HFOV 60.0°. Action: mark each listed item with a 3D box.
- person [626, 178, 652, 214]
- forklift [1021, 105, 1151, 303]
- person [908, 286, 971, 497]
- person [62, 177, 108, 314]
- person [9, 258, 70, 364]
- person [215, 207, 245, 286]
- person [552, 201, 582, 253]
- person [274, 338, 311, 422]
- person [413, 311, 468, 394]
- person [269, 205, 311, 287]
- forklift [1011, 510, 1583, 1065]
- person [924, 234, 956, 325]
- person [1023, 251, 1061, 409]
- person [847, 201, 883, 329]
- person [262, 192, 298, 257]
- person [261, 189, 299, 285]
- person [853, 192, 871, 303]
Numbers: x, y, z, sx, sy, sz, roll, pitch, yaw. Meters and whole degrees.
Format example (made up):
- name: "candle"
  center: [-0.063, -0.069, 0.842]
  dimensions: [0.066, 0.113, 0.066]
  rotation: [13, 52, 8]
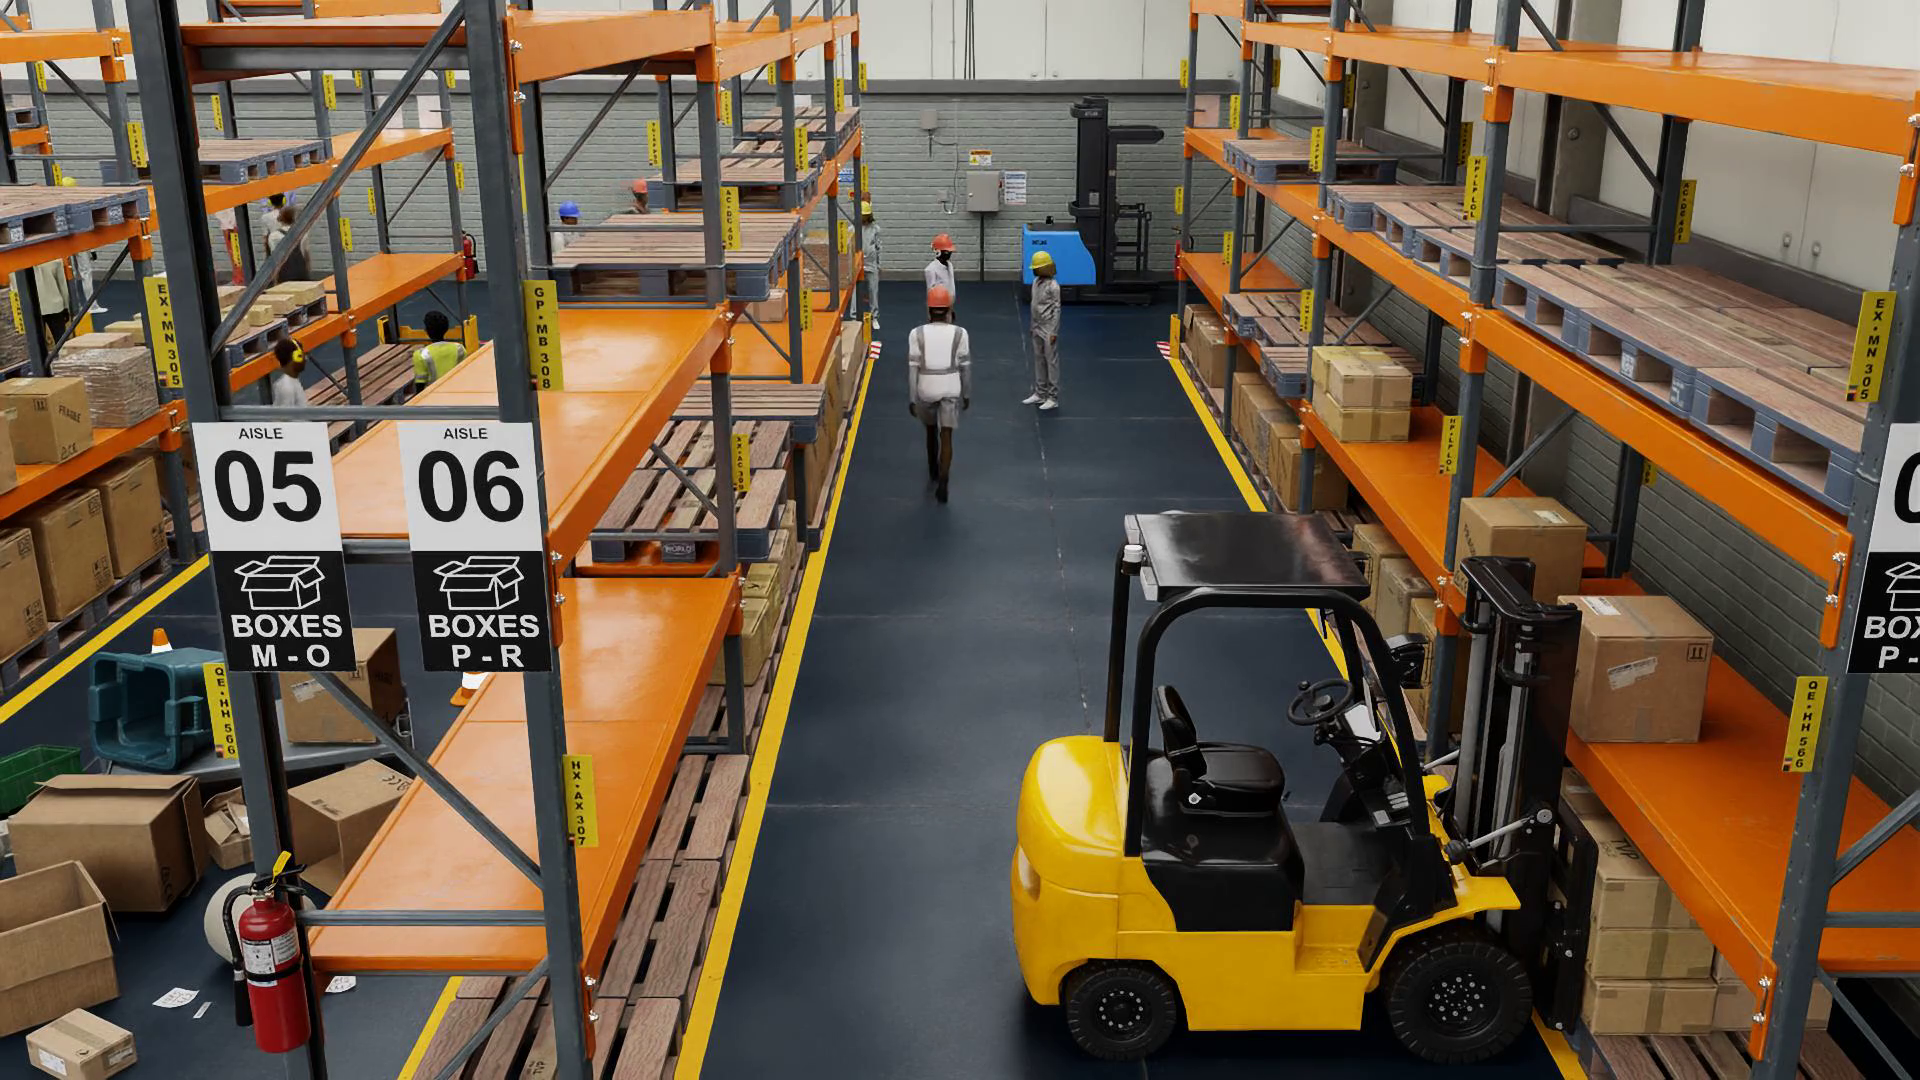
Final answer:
- name: "person"
  center: [-4.274, -3.881, 22.572]
  dimensions: [0.440, 2.027, 0.620]
  rotation: [2, 18, 6]
- name: "forklift"
  center: [1.857, -4.944, 24.441]
  dimensions: [1.873, 2.768, 1.129]
  rotation: [0, 18, 0]
- name: "person"
  center: [-0.186, -1.363, 15.171]
  dimensions: [0.566, 1.894, 1.007]
  rotation: [0, 18, -1]
- name: "person"
  center: [-12.520, -4.163, 23.573]
  dimensions: [0.594, 1.926, 0.366]
  rotation: [3, 19, 10]
- name: "person"
  center: [-10.344, -2.600, 18.738]
  dimensions: [0.383, 1.996, 0.609]
  rotation: [15, 24, 39]
- name: "person"
  center: [-11.198, -4.800, 25.410]
  dimensions: [0.413, 1.989, 0.643]
  rotation: [-11, 21, -29]
- name: "person"
  center: [-4.853, -3.246, 20.768]
  dimensions: [0.405, 1.946, 0.612]
  rotation: [2, 18, 7]
- name: "person"
  center: [-5.242, -0.674, 13.186]
  dimensions: [0.345, 1.822, 0.608]
  rotation: [-8, 20, -22]
- name: "person"
  center: [-4.675, -1.234, 15.091]
  dimensions: [0.320, 1.690, 0.536]
  rotation: [17, 25, 41]
- name: "person"
  center: [-8.556, -3.357, 21.296]
  dimensions: [0.401, 1.831, 0.550]
  rotation: [16, 24, 39]
- name: "forklift"
  center: [1.387, 1.055, 7.378]
  dimensions: [2.313, 2.155, 1.214]
  rotation: [0, 18, 0]
- name: "person"
  center: [-0.200, -2.677, 19.351]
  dimensions: [0.329, 1.751, 0.570]
  rotation: [8, 20, 23]
- name: "person"
  center: [0.915, -2.310, 18.258]
  dimensions: [0.313, 1.744, 0.487]
  rotation: [-10, 21, -28]
- name: "person"
  center: [-1.283, -3.703, 22.484]
  dimensions: [0.486, 1.736, 0.320]
  rotation: [-3, 19, -10]
- name: "person"
  center: [-9.260, -3.902, 22.896]
  dimensions: [0.577, 1.857, 0.530]
  rotation: [1, 18, 3]
- name: "person"
  center: [-10.479, -4.849, 25.648]
  dimensions: [0.547, 1.928, 0.379]
  rotation: [-15, 24, -39]
- name: "person"
  center: [-1.438, -4.327, 24.544]
  dimensions: [0.279, 1.627, 0.505]
  rotation: [-1, 18, -4]
